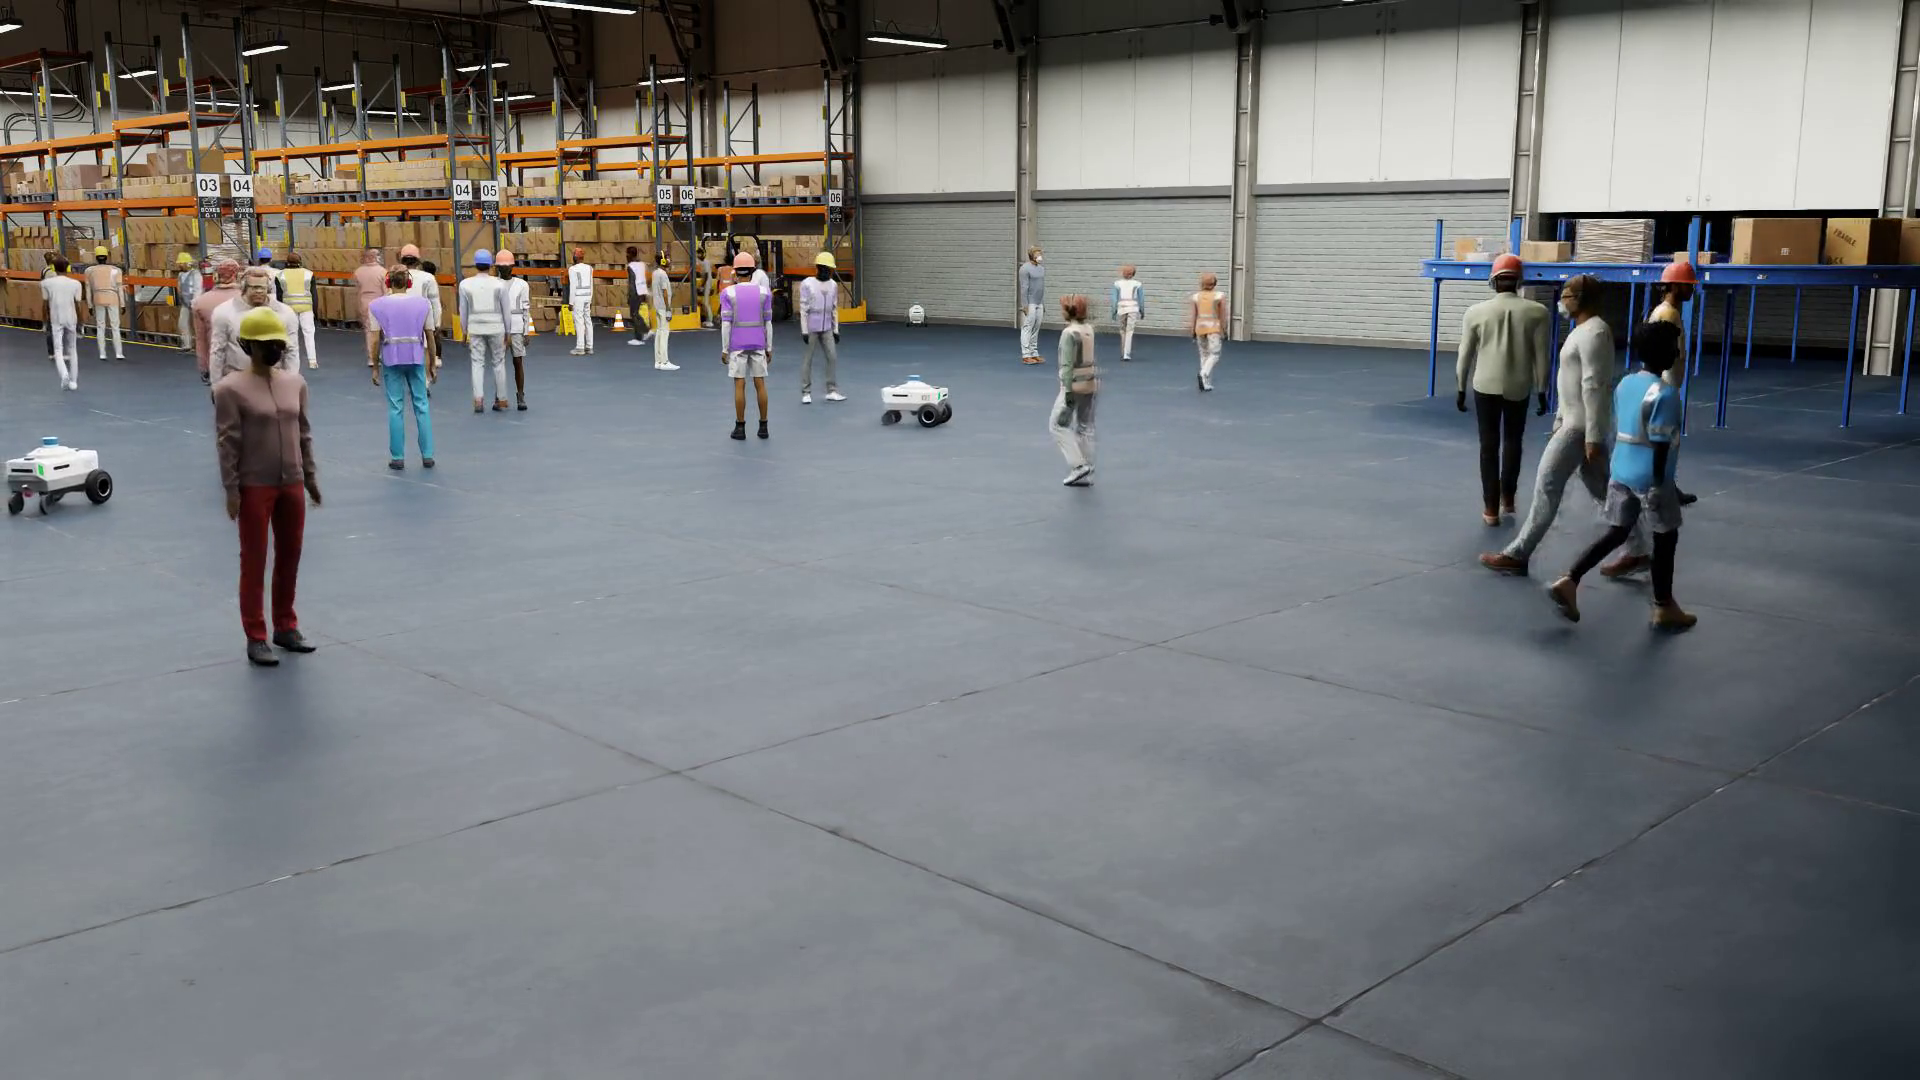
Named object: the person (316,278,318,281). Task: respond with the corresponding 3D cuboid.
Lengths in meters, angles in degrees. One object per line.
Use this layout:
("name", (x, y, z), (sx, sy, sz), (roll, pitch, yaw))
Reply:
("person", (-19.083, -7.753, 48.490), (0.608, 1.960, 0.925), (10, 14, 44))

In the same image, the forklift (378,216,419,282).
("forklift", (-17.868, -9.201, 54.028), (1.873, 2.768, 1.129), (-10, 14, -44))

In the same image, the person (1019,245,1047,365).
("person", (1.215, -3.884, 27.485), (0.372, 1.940, 0.631), (7, 12, 33))

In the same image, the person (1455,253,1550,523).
("person", (4.037, -1.144, 12.442), (0.654, 1.967, 0.775), (2, 11, 12))

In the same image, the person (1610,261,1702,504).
("person", (5.483, -1.241, 13.144), (0.690, 1.917, 0.554), (5, 12, 25))

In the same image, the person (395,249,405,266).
("person", (-11.068, -4.919, 33.431), (0.933, 1.843, 0.551), (7, 12, 32))

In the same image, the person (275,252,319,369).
("person", (-10.522, -3.643, 26.437), (0.626, 1.844, 0.429), (-4, 11, -20))

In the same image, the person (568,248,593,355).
("person", (-6.781, -4.265, 29.716), (0.355, 1.883, 0.575), (5, 12, 27))

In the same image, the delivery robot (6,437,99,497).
("delivery robot", (-7.090, -0.561, 13.001), (0.477, 0.478, 0.707), (2, 10, 9))

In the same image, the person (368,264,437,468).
("person", (-5.069, -1.579, 15.178), (0.572, 1.840, 0.373), (-5, 12, -26))

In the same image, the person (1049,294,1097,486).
("person", (0.966, -1.256, 14.024), (0.366, 1.626, 0.513), (6, 12, 32))

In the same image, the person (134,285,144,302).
("person", (-21.312, -6.622, 42.728), (0.644, 1.822, 0.450), (-3, 11, -17))

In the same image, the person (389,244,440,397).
("person", (-7.195, -2.899, 21.944), (0.621, 2.009, 0.984), (-3, 11, -17))

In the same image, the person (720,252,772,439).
("person", (-2.238, -2.033, 17.402), (0.549, 1.932, 0.373), (-4, 11, -21))

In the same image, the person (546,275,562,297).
("person", (-11.205, -7.291, 46.067), (0.551, 1.935, 0.375), (-4, 11, -19))

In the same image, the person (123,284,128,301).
("person", (-19.784, -6.040, 39.087), (0.611, 1.995, 0.375), (-1, 10, -5))

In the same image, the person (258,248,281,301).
("person", (-11.619, -3.945, 27.946), (0.638, 1.901, 1.008), (-2, 11, -12))

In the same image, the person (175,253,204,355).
("person", (-13.619, -4.154, 29.332), (0.606, 1.799, 0.692), (5, 12, 27))

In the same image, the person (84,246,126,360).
("person", (-14.576, -4.039, 28.381), (0.589, 1.924, 0.392), (-3, 11, -17))

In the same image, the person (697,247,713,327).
("person", (-5.987, -5.917, 38.904), (0.378, 1.833, 0.794), (-4, 11, -20))

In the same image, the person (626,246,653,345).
("person", (-6.307, -4.758, 32.336), (0.443, 1.903, 0.612), (2, 11, 12))

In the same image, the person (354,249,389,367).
("person", (-9.439, -3.767, 27.005), (0.642, 1.881, 0.761), (2, 11, 9))

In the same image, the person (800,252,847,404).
("person", (-1.770, -2.675, 21.023), (0.593, 1.896, 0.585), (-9, 14, -40))

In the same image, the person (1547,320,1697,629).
("person", (3.604, -0.344, 8.914), (0.783, 1.669, 0.534), (-2, 11, -10))

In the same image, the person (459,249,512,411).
("person", (-5.717, -2.534, 20.096), (0.611, 1.947, 0.400), (-2, 11, -9))

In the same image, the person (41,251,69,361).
("person", (-15.299, -3.950, 28.101), (0.511, 1.844, 0.328), (9, 14, 41))

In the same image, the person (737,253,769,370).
("person", (-3.265, -3.552, 25.977), (0.659, 1.824, 0.464), (7, 13, 34))

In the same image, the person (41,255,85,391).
("person", (-12.224, -2.957, 22.680), (0.519, 1.847, 0.813), (-7, 12, -33))

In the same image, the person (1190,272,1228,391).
("person", (3.341, -2.808, 22.480), (0.521, 1.617, 0.646), (7, 13, 34))

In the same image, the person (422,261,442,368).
("person", (-8.499, -3.628, 26.752), (0.319, 1.696, 0.532), (-3, 11, -16))

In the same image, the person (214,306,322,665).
("person", (-3.447, -0.281, 8.326), (0.345, 1.769, 0.532), (6, 12, 30))

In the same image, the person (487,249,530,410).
("person", (-5.507, -2.556, 20.241), (0.545, 1.940, 0.352), (-2, 11, -12))

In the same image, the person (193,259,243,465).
("person", (-6.562, -1.588, 15.094), (0.665, 1.899, 0.401), (-1, 10, -6))

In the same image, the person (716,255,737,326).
("person", (-5.317, -5.691, 38.053), (0.569, 1.670, 0.488), (3, 11, 14))

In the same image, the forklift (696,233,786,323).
("forklift", (-5.496, -6.489, 41.108), (2.313, 2.155, 1.214), (-10, 14, -44))

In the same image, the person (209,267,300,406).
("person", (-5.590, -1.233, 13.269), (0.675, 1.863, 0.844), (-7, 13, -35))

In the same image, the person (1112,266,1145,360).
("person", (2.900, -3.883, 28.432), (0.526, 1.584, 0.884), (4, 11, 22))

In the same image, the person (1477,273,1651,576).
("person", (3.835, -0.699, 10.281), (1.040, 1.888, 0.652), (4, 11, 19))

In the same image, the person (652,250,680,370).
("person", (-4.699, -3.648, 26.382), (0.328, 1.873, 0.519), (-6, 12, -30))

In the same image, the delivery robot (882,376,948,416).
("delivery robot", (-0.507, -1.607, 18.705), (0.707, 0.478, 0.477), (3, 11, 16))

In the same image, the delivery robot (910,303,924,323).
("delivery robot", (-1.006, -5.310, 38.897), (0.477, 0.478, 0.707), (0, 10, -1))
